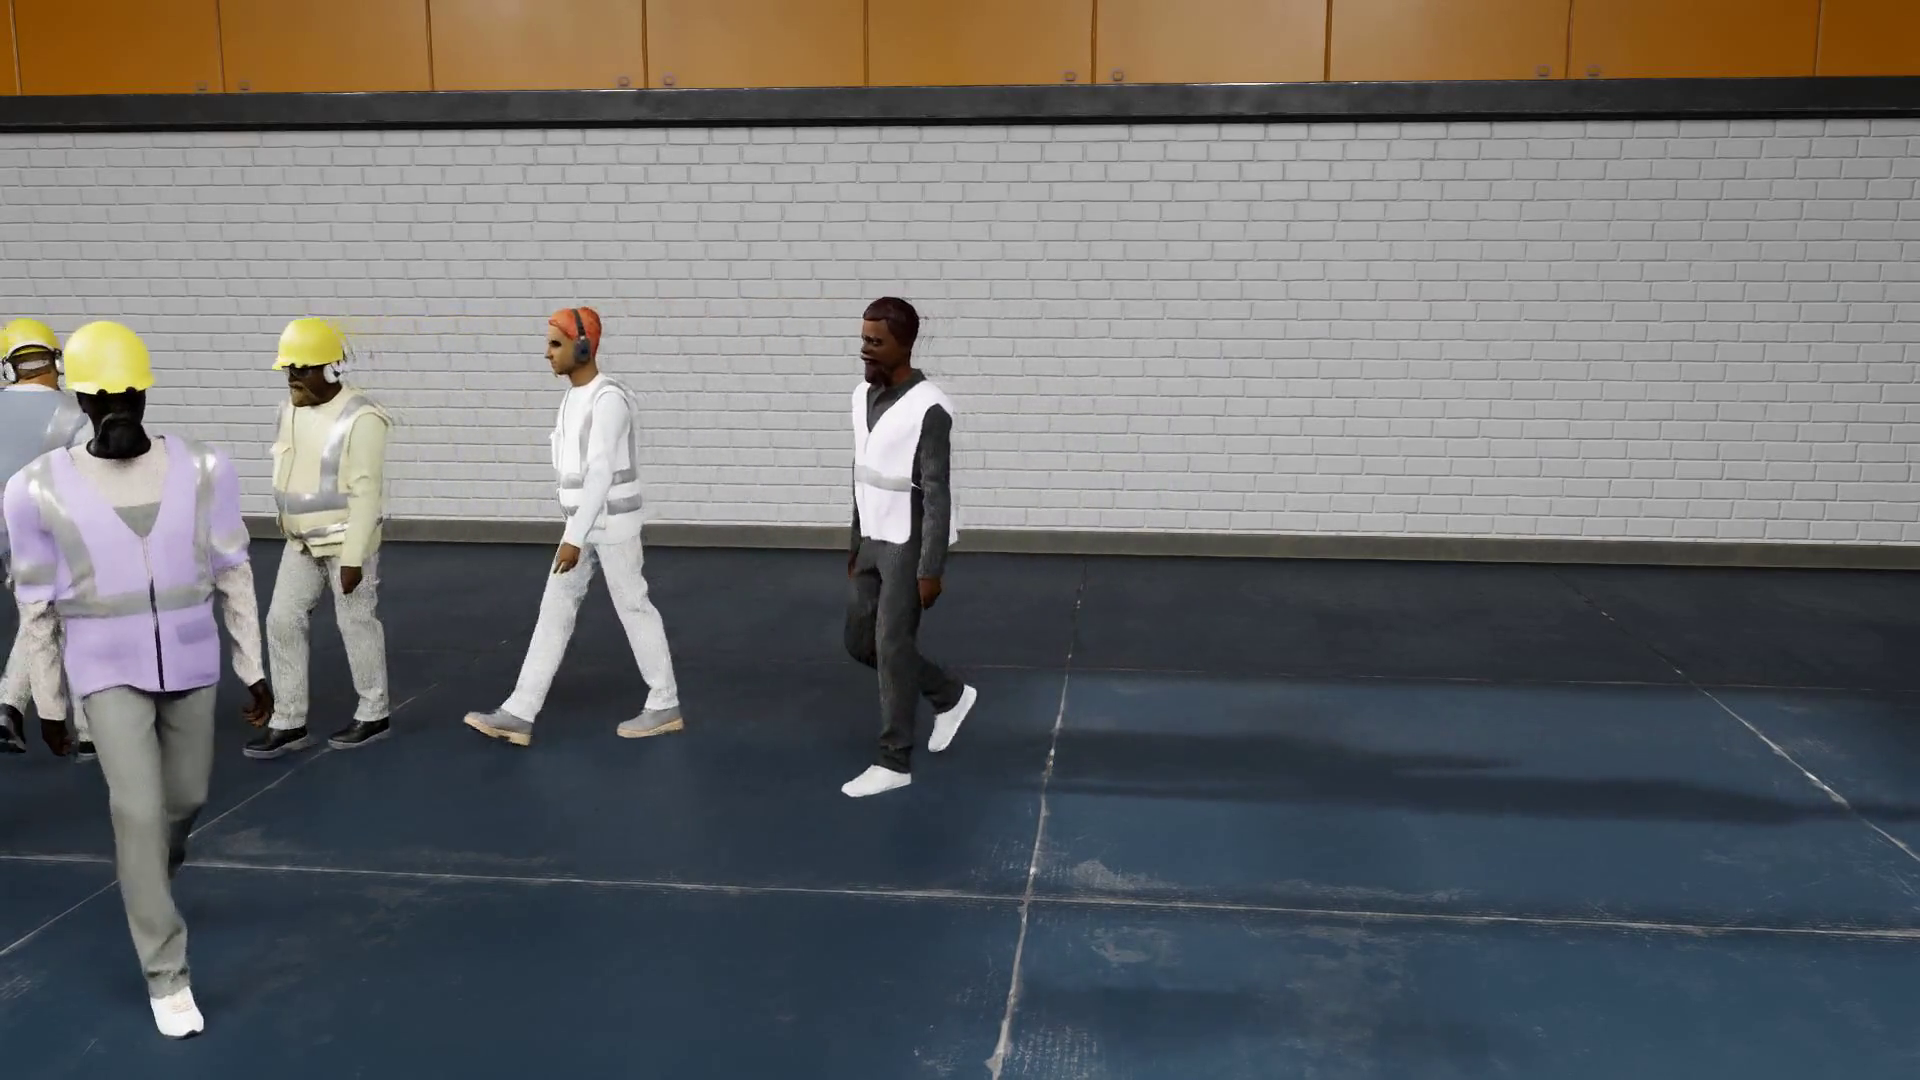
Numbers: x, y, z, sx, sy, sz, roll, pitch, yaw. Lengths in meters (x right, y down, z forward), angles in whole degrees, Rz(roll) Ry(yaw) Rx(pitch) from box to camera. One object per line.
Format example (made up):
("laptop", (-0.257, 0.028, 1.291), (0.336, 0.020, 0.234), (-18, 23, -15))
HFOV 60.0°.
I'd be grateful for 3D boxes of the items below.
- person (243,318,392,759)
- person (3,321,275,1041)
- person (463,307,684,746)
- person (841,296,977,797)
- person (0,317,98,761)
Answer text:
("person", (-2.613, 0.015, 6.713), (0.604, 1.795, 0.741), (6, 12, 31))
("person", (-2.290, 0.333, 4.629), (0.589, 1.896, 0.899), (-9, 13, -41))
("person", (-1.591, -0.035, 6.898), (0.956, 1.832, 0.576), (-7, 12, -36))
("person", (-0.206, 0.018, 6.400), (0.584, 1.904, 0.615), (-6, 12, -31))
("person", (-3.658, 0.016, 6.685), (0.621, 1.808, 0.454), (1, 10, 5))
